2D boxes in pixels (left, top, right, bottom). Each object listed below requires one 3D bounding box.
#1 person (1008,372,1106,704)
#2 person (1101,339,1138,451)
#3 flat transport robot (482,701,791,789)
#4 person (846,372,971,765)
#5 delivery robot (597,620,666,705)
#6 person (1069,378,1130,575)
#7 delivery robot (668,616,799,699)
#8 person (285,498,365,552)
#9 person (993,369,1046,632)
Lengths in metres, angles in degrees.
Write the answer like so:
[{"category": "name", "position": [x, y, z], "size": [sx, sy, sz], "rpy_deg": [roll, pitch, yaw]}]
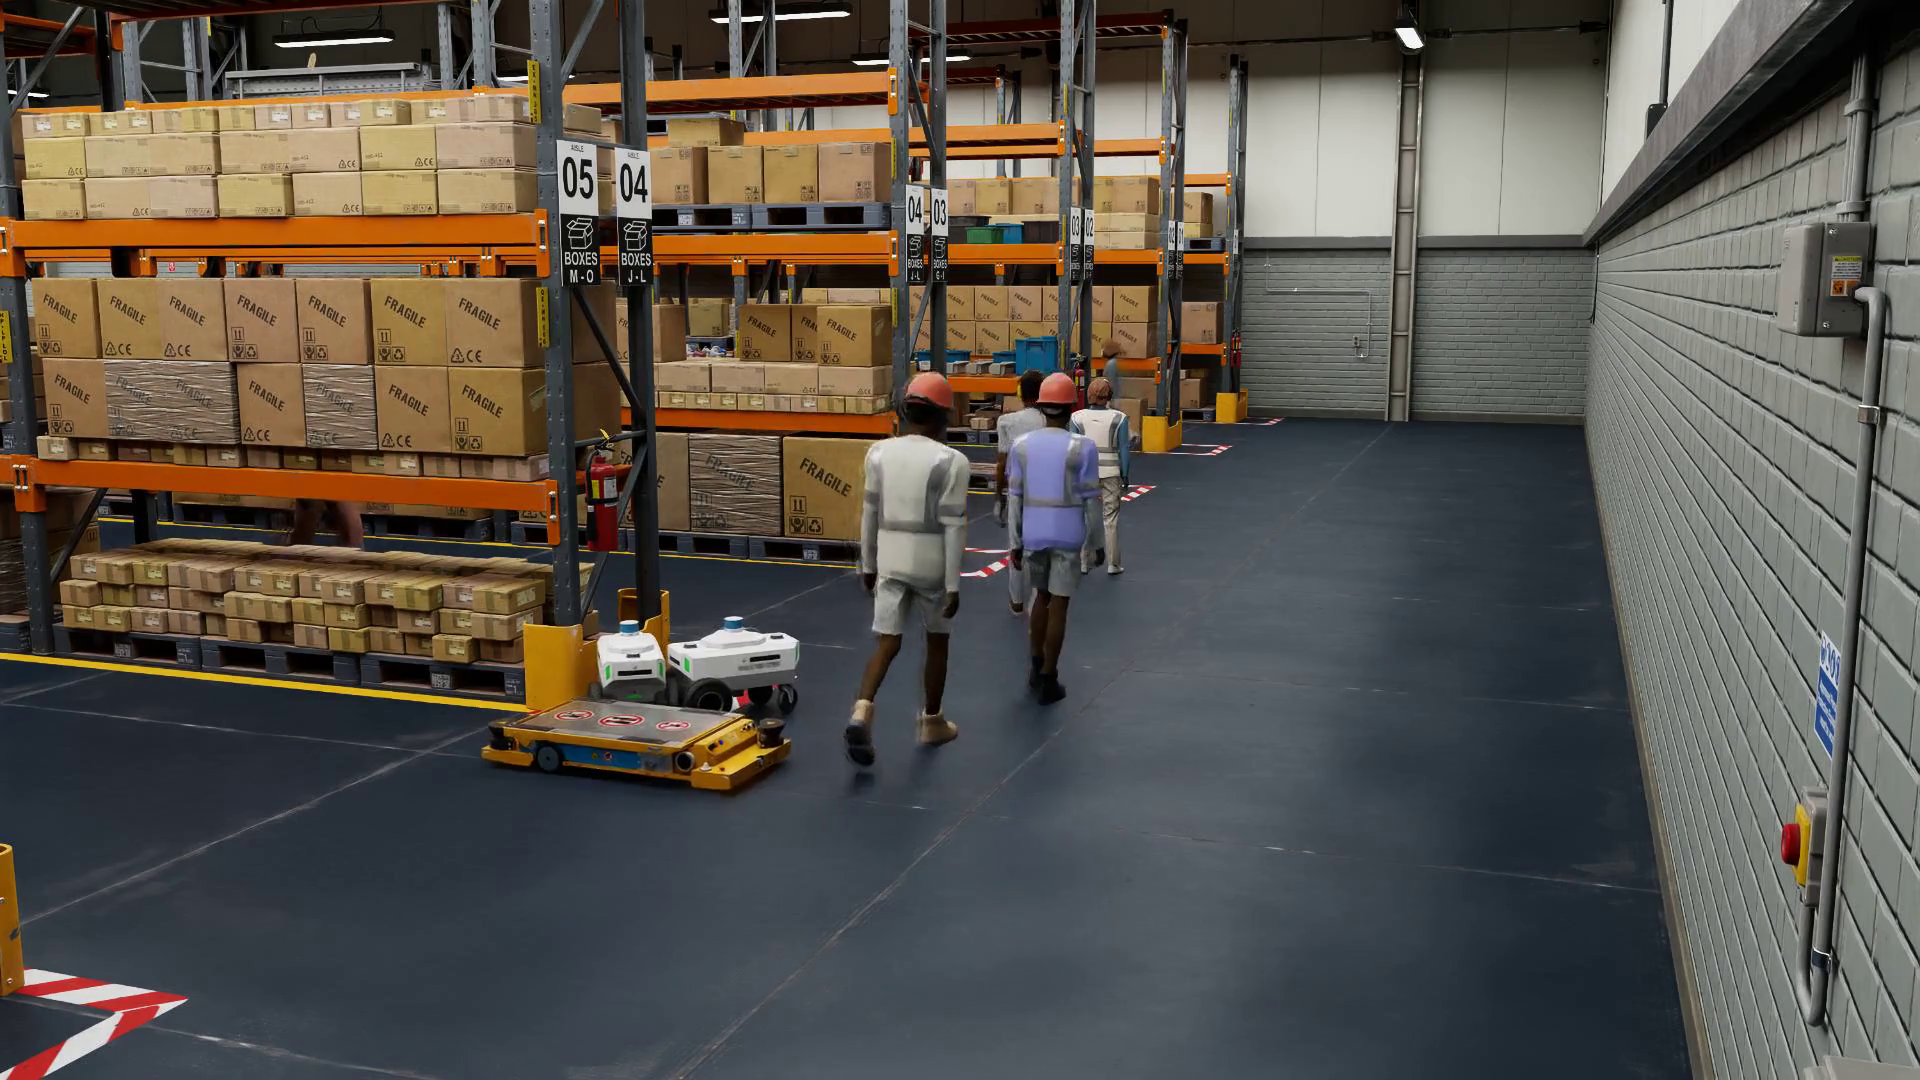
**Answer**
[{"category": "person", "position": [0.582, -0.021, 9.804], "size": [0.544, 1.918, 0.647], "rpy_deg": [5, 10, 27]}, {"category": "person", "position": [2.132, -1.945, 22.797], "size": [0.523, 1.618, 0.507], "rpy_deg": [1, 9, 5]}, {"category": "flat transport robot", "position": [-1.648, 1.017, 8.480], "size": [1.431, 0.197, 0.652], "rpy_deg": [3, 10, 21]}, {"category": "person", "position": [-0.287, 0.153, 8.491], "size": [0.668, 2.002, 0.927], "rpy_deg": [5, 10, 26]}, {"category": "delivery robot", "position": [-1.847, 0.694, 9.324], "size": [0.477, 0.478, 0.707], "rpy_deg": [-2, 9, -15]}, {"category": "person", "position": [1.152, -0.521, 13.826], "size": [0.523, 1.638, 0.311], "rpy_deg": [2, 9, 13]}, {"category": "delivery robot", "position": [-1.277, 0.677, 9.425], "size": [0.707, 0.478, 0.477], "rpy_deg": [-5, 10, -27]}, {"category": "person", "position": [-4.891, -0.451, 12.709], "size": [0.994, 1.862, 0.660], "rpy_deg": [4, 10, 23]}, {"category": "person", "position": [0.514, -0.302, 11.877], "size": [0.541, 1.821, 0.946], "rpy_deg": [0, 9, 2]}]
